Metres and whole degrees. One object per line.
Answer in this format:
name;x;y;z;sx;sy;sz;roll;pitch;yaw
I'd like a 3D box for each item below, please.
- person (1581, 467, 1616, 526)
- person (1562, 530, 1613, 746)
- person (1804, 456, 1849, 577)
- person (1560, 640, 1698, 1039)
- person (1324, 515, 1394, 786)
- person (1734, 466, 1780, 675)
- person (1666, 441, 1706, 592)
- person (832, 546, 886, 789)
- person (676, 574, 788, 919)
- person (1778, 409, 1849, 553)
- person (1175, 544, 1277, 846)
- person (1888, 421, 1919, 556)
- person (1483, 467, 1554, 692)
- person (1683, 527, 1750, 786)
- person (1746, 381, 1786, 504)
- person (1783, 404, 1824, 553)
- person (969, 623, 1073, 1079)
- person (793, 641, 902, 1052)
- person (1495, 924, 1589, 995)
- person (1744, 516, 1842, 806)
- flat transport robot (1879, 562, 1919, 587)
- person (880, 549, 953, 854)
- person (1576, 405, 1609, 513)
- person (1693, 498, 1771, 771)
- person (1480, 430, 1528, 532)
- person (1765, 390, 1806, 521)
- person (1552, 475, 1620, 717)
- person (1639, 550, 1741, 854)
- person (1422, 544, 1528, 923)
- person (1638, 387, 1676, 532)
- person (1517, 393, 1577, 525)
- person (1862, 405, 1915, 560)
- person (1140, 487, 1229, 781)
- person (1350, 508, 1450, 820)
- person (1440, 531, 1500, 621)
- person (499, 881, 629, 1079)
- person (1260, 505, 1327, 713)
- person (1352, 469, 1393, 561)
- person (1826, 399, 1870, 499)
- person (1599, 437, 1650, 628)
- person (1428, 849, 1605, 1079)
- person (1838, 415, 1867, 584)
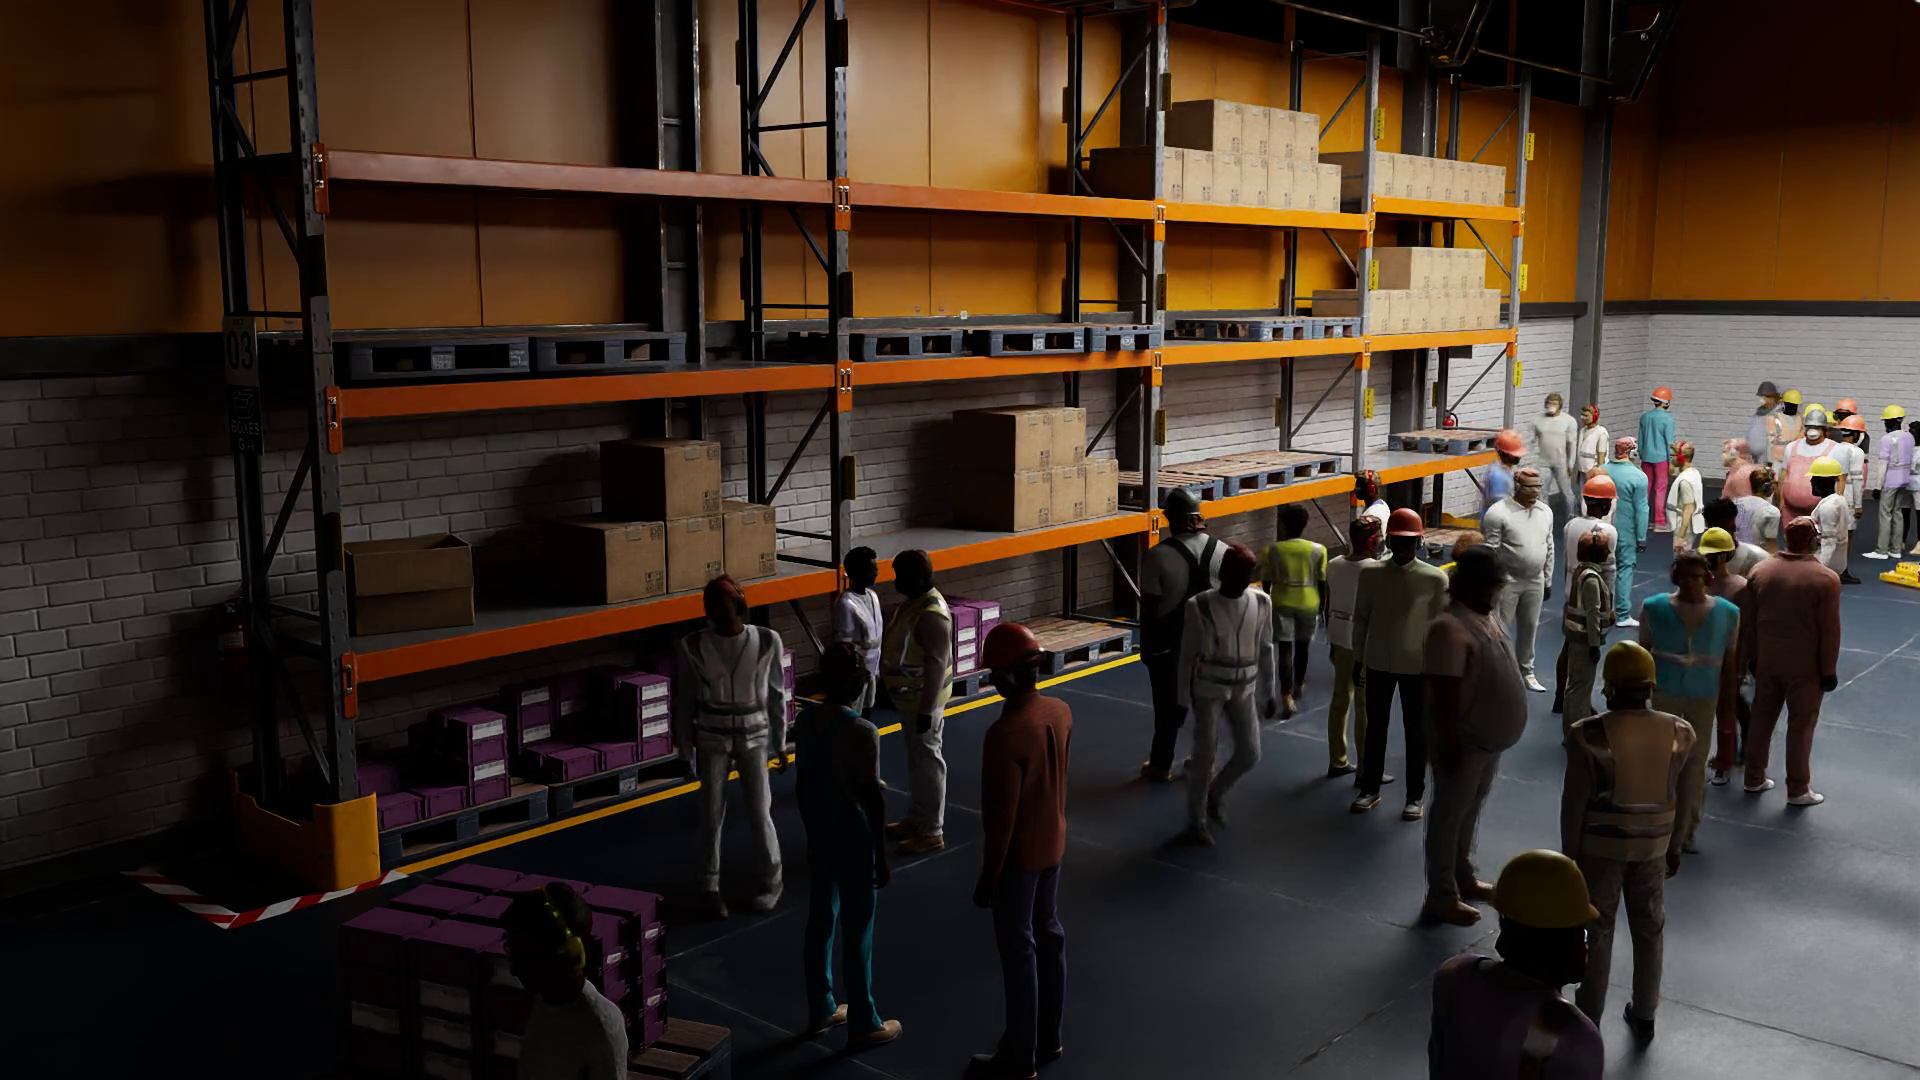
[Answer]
person;6.204;0.100;16.270;0.517;1.629;0.294;-6;11;-33
person;4.550;0.743;12.072;0.309;1.641;0.513;2;9;10
person;7.470;0.236;14.419;0.385;1.925;0.591;6;11;33
person;2.981;1.354;7.504;0.590;1.836;0.404;-1;9;-3
person;2.709;0.749;11.366;0.390;1.848;0.563;-5;10;-31
person;6.929;0.267;14.531;0.342;1.839;0.501;-3;9;-20
person;7.262;-0.070;16.667;0.384;1.841;0.565;4;10;26
person;-0.680;0.875;11.065;0.318;1.693;0.532;4;10;22
person;-1.231;1.108;8.986;0.589;1.877;0.375;-1;9;-7
person;9.333;-0.423;18.306;0.538;2.000;0.686;-8;12;-43
person;1.614;0.936;10.104;0.693;1.862;0.438;-3;9;-16
person;11.989;-0.654;20.890;0.322;1.699;0.535;-3;9;-19
person;4.663;0.340;13.851;0.645;1.900;0.399;-2;9;-15
person;5.131;0.788;11.379;0.310;1.768;0.533;-8;12;-41
person;11.915;-1.370;24.412;0.959;2.000;0.677;-1;9;-8
person;10.532;-0.728;20.628;0.354;1.930;0.587;-3;9;-21
person;0.252;1.334;7.151;0.393;1.985;0.611;5;10;31
person;-0.516;1.359;7.446;0.508;1.845;0.345;7;11;39
person;1.727;1.842;5.004;0.274;1.632;0.507;0;9;-1
person;5.508;0.786;10.992;0.397;1.901;0.642;-5;10;-28
flat transport robot;11.254;0.373;18.860;1.431;0.197;0.652;-3;9;-18
person;-0.263;0.961;10.042;0.429;1.837;0.620;-2;9;-13
person;8.251;-0.849;21.712;0.386;1.838;0.562;-1;9;-8
person;5.346;0.666;11.613;0.489;1.934;0.644;-5;10;-30
person;5.383;-0.116;16.486;0.481;1.991;0.701;4;10;26
person;11.685;-1.169;23.538;0.583;1.918;0.404;0;9;-3
person;4.947;0.455;13.036;0.398;1.929;0.543;-2;9;-14
person;4.408;0.956;10.099;0.588;1.832;0.503;3;9;20
person;2.794;1.018;9.015;0.535;2.000;0.694;6;11;34
person;9.596;-1.109;22.873;0.378;1.995;0.609;-4;10;-22
person;7.994;-1.037;22.622;0.775;1.939;0.475;6;11;33
person;11.513;-0.709;20.577;0.590;1.913;0.399;-5;10;-29
person;1.523;0.634;11.489;0.681;2.000;0.535;-3;9;-21
person;2.806;0.784;10.662;0.619;1.997;0.373;5;10;30
person;3.672;0.737;12.222;0.510;1.605;0.701;6;11;34
person;-1.056;1.811;4.469;0.329;1.865;0.515;-6;11;-36
person;2.682;0.541;13.365;0.535;1.642;0.907;1;9;8
person;3.537;0.309;14.247;0.394;1.837;0.563;3;9;17
person;10.610;-0.690;20.088;0.613;2.028;0.409;5;10;31
person;6.587;-0.084;16.586;0.399;1.899;0.646;-5;10;-29
person;1.519;1.771;4.520;0.370;1.927;0.588;-4;10;-27
person;10.070;-0.457;18.916;0.387;1.926;0.548;-2;9;-10
